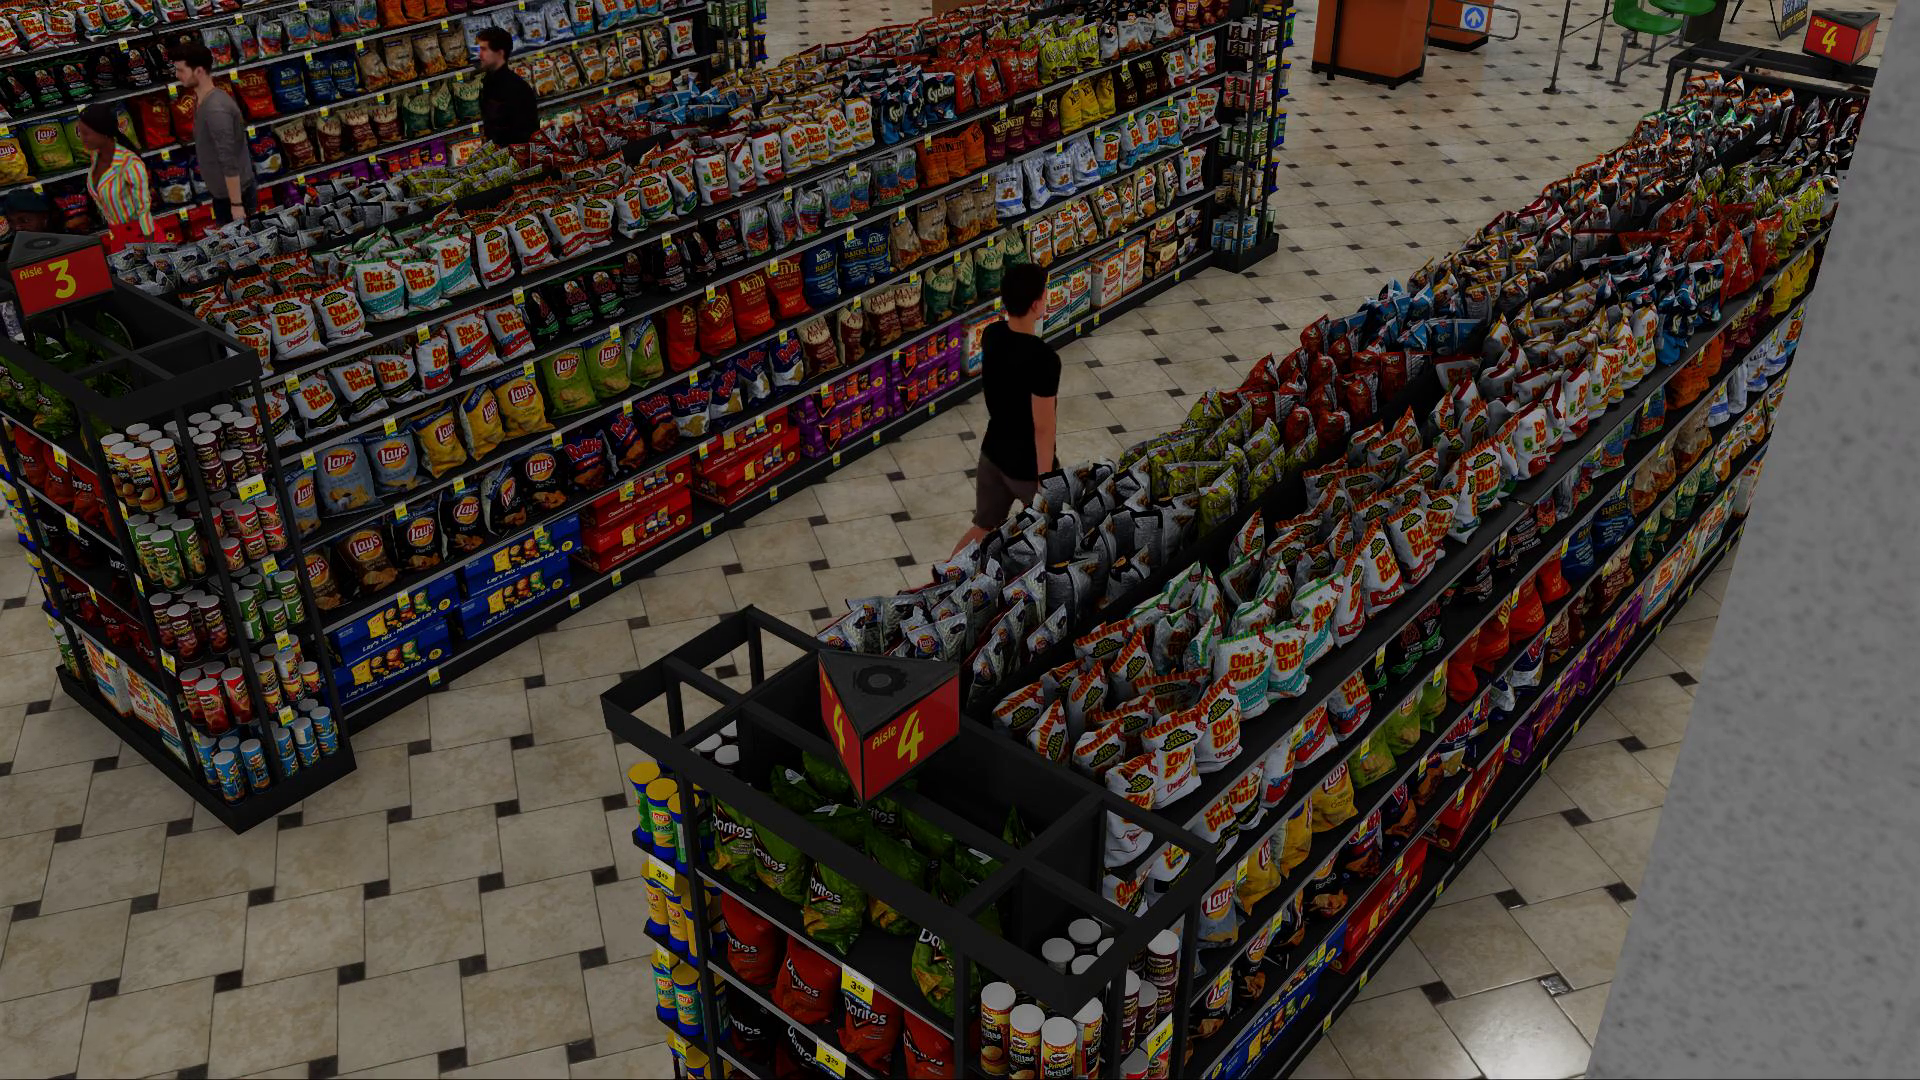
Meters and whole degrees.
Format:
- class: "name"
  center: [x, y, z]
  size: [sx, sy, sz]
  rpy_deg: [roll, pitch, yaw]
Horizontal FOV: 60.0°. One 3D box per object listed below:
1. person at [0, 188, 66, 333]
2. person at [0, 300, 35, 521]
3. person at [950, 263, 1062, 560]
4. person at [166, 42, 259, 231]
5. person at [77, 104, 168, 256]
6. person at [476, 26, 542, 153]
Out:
- class: "person"
  center: [-4.575, -1.009, 8.681]
  size: [1.041, 1.778, 1.063]
  rpy_deg: [-14, 34, -21]
- class: "person"
  center: [-4.772, -0.705, 8.269]
  size: [0.940, 1.696, 0.934]
  rpy_deg: [2, 32, 3]
- class: "person"
  center: [0.180, -0.352, 7.569]
  size: [1.253, 1.837, 0.849]
  rpy_deg: [-24, 39, -33]
- class: "person"
  center: [-4.489, -2.190, 10.477]
  size: [0.975, 1.887, 0.854]
  rpy_deg: [-16, 35, -24]
- class: "person"
  center: [-4.759, -1.726, 9.836]
  size: [0.669, 1.775, 0.791]
  rpy_deg: [17, 36, 25]
- class: "person"
  center: [-2.847, -2.463, 10.966]
  size: [0.749, 1.832, 0.807]
  rpy_deg: [-20, 37, -29]
